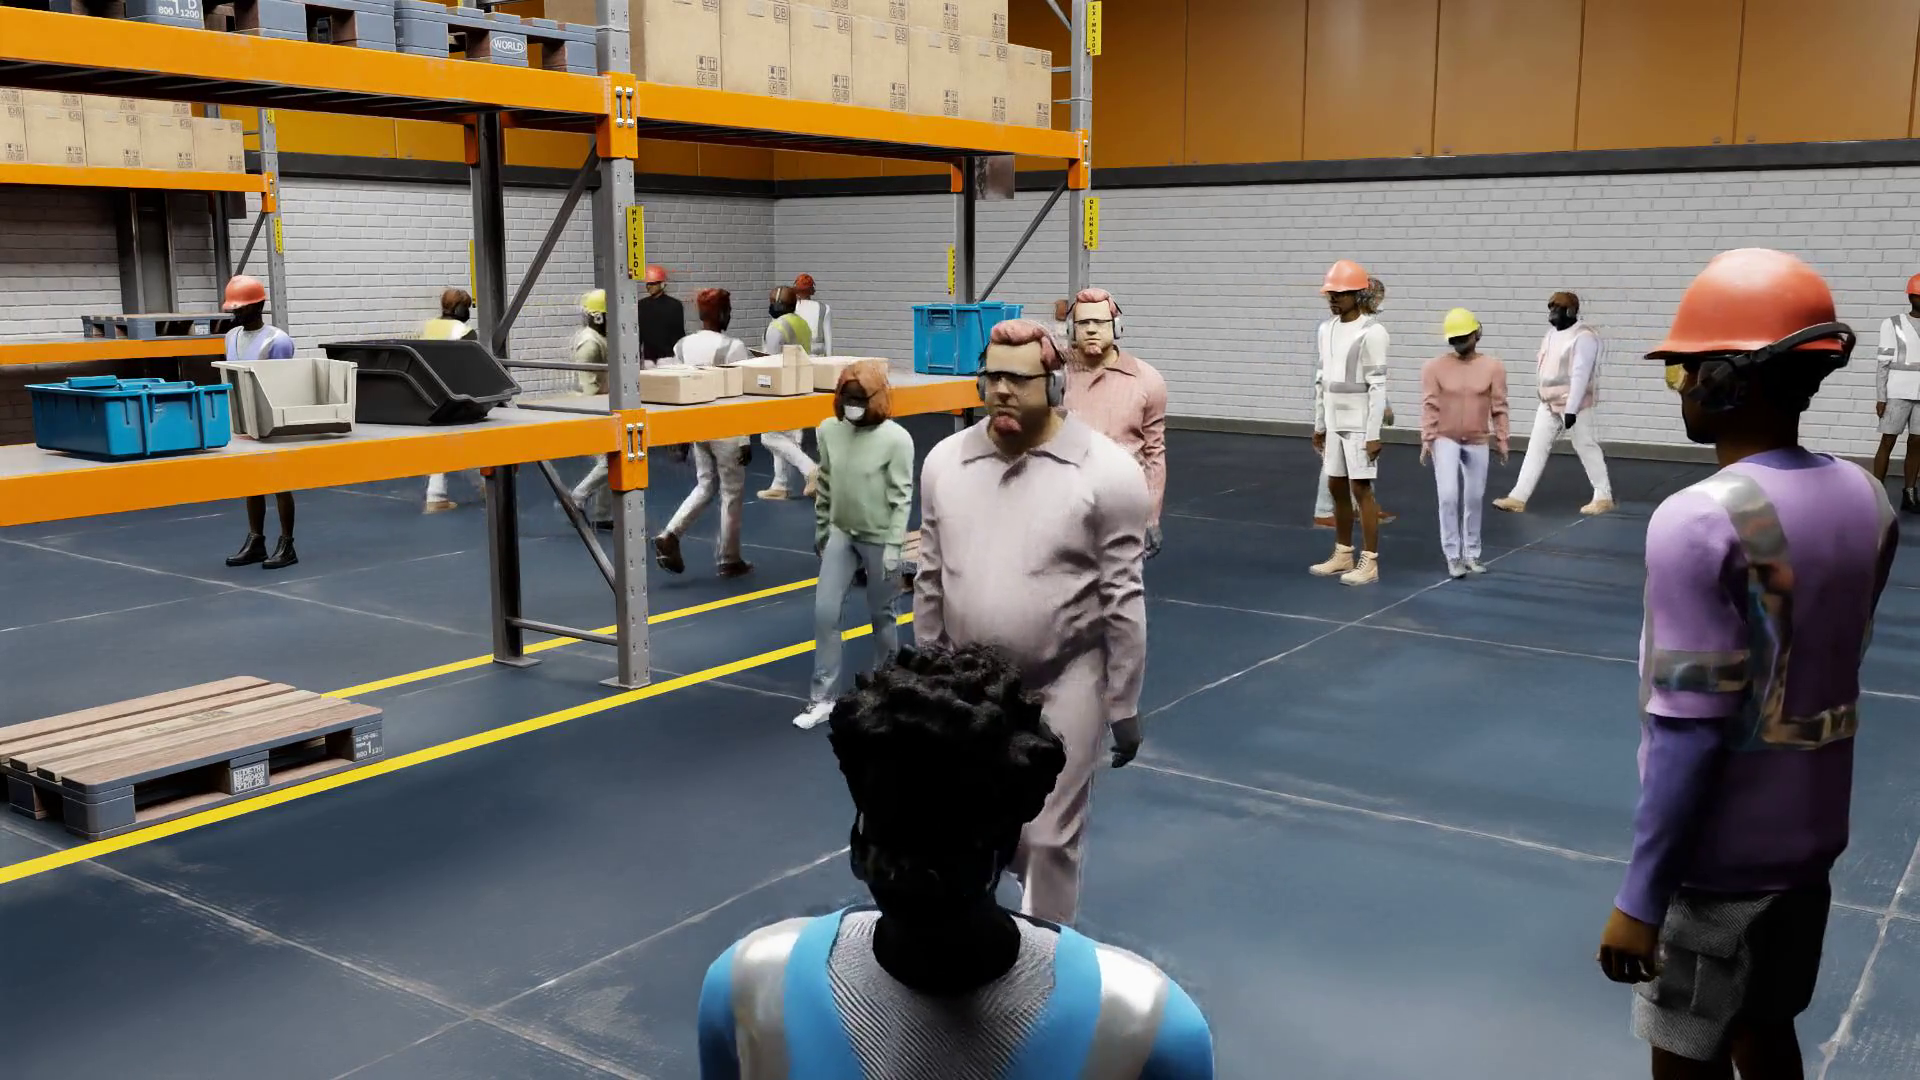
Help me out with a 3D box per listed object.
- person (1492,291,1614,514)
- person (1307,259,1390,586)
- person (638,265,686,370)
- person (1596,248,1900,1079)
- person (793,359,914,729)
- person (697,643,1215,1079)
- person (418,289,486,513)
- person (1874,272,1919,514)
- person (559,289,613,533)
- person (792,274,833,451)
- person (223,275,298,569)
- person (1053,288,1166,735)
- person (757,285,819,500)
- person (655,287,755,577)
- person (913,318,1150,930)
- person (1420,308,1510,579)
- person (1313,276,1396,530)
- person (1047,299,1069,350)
[{"bbox_3d":[4.827,-1.081,13.272,1.000,1.791,0.629,-2,10,-14],"label":"person"},{"bbox_3d":[2.418,-0.732,10.435,0.410,2.035,0.619,-4,10,-21],"label":"person"},{"bbox_3d":[-3.302,-2.003,18.165,0.636,1.980,0.428,6,11,31],"label":"person"},{"bbox_3d":[1.335,0.521,2.941,0.623,2.039,0.399,-7,12,-35],"label":"person"},{"bbox_3d":[-0.469,0.025,7.168,0.567,1.596,0.678,5,11,30],"label":"person"},{"bbox_3d":[-0.006,0.904,1.718,0.542,1.683,0.449,2,10,10],"label":"person"},{"bbox_3d":[-4.049,-1.140,13.583,0.642,1.787,0.958,7,12,36],"label":"person"},{"bbox_3d":[7.605,-1.164,13.277,0.547,1.938,0.377,1,10,4],"label":"person"},{"bbox_3d":[-2.666,-0.934,12.255,0.451,1.815,0.614,-1,10,-4],"label":"person"},{"bbox_3d":[-1.638,-1.879,17.704,0.574,1.882,0.356,-2,10,-14],"label":"person"},{"bbox_3d":[-4.631,-0.770,10.948,0.542,1.932,0.373,4,10,22],"label":"person"},{"bbox_3d":[0.549,-0.104,7.051,0.636,1.911,0.404,1,10,5],"label":"person"},{"bbox_3d":[-1.431,-1.215,13.920,0.612,1.823,0.644,3,10,17],"label":"person"},{"bbox_3d":[-1.591,-0.660,10.501,0.582,1.865,0.666,7,12,35],"label":"person"},{"bbox_3d":[0.196,0.359,4.388,0.652,1.887,0.709,5,11,26],"label":"person"},{"bbox_3d":[3.212,-0.608,10.594,0.576,1.720,0.687,1,10,8],"label":"person"},{"bbox_3d":[3.032,-1.006,12.426,0.807,1.904,0.640,1,10,4],"label":"person"},{"bbox_3d":[1.107,-1.681,17.260,0.545,1.621,0.395,8,13,40],"label":"person"}]
